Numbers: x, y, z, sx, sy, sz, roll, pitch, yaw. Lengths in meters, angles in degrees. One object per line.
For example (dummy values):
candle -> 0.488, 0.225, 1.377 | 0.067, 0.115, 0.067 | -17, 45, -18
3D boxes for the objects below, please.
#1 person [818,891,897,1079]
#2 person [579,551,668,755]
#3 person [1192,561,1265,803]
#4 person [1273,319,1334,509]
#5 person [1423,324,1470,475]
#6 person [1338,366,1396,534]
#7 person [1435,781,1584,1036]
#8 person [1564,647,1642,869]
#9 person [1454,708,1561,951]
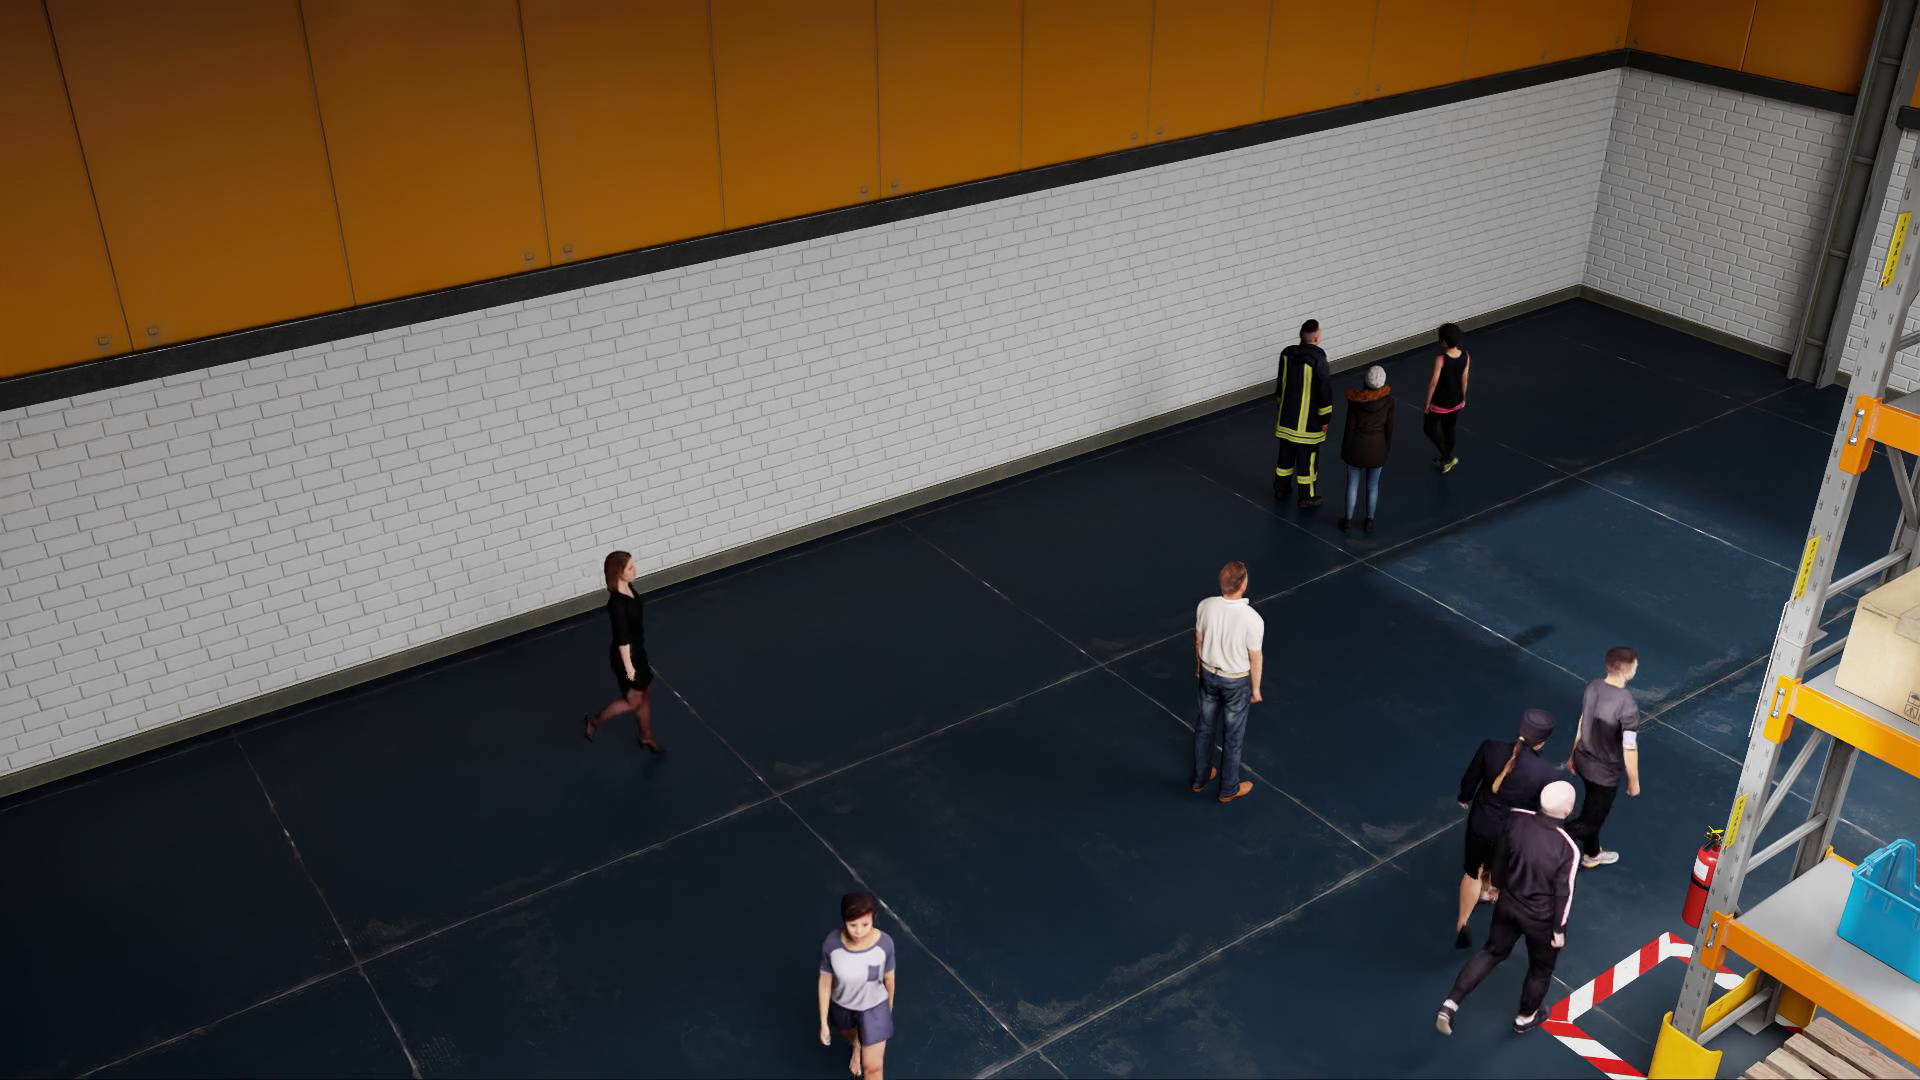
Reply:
person -> -0.563, 2.497, 9.111 | 0.967, 1.521, 1.101 | 1, 29, 2
person -> -2.460, 0.852, 11.948 | 0.914, 1.693, 0.899 | 0, 29, -1
person -> 1.831, 0.976, 11.549 | 0.613, 1.856, 0.787 | 21, 35, 33
person -> 3.201, -1.209, 15.551 | 0.820, 1.860, 0.640 | -22, 36, -35
person -> 4.726, -1.326, 16.110 | 0.700, 1.530, 0.797 | -8, 30, -14
person -> 3.686, -0.831, 15.094 | 0.750, 1.634, 0.795 | 1, 29, 2
person -> 3.155, 2.158, 9.427 | 0.731, 1.813, 0.987 | -18, 33, -29
person -> 4.048, 1.496, 10.719 | 0.961, 1.739, 1.088 | -6, 29, -11
person -> 3.291, 1.814, 10.248 | 1.074, 1.630, 1.023 | 15, 32, 25
